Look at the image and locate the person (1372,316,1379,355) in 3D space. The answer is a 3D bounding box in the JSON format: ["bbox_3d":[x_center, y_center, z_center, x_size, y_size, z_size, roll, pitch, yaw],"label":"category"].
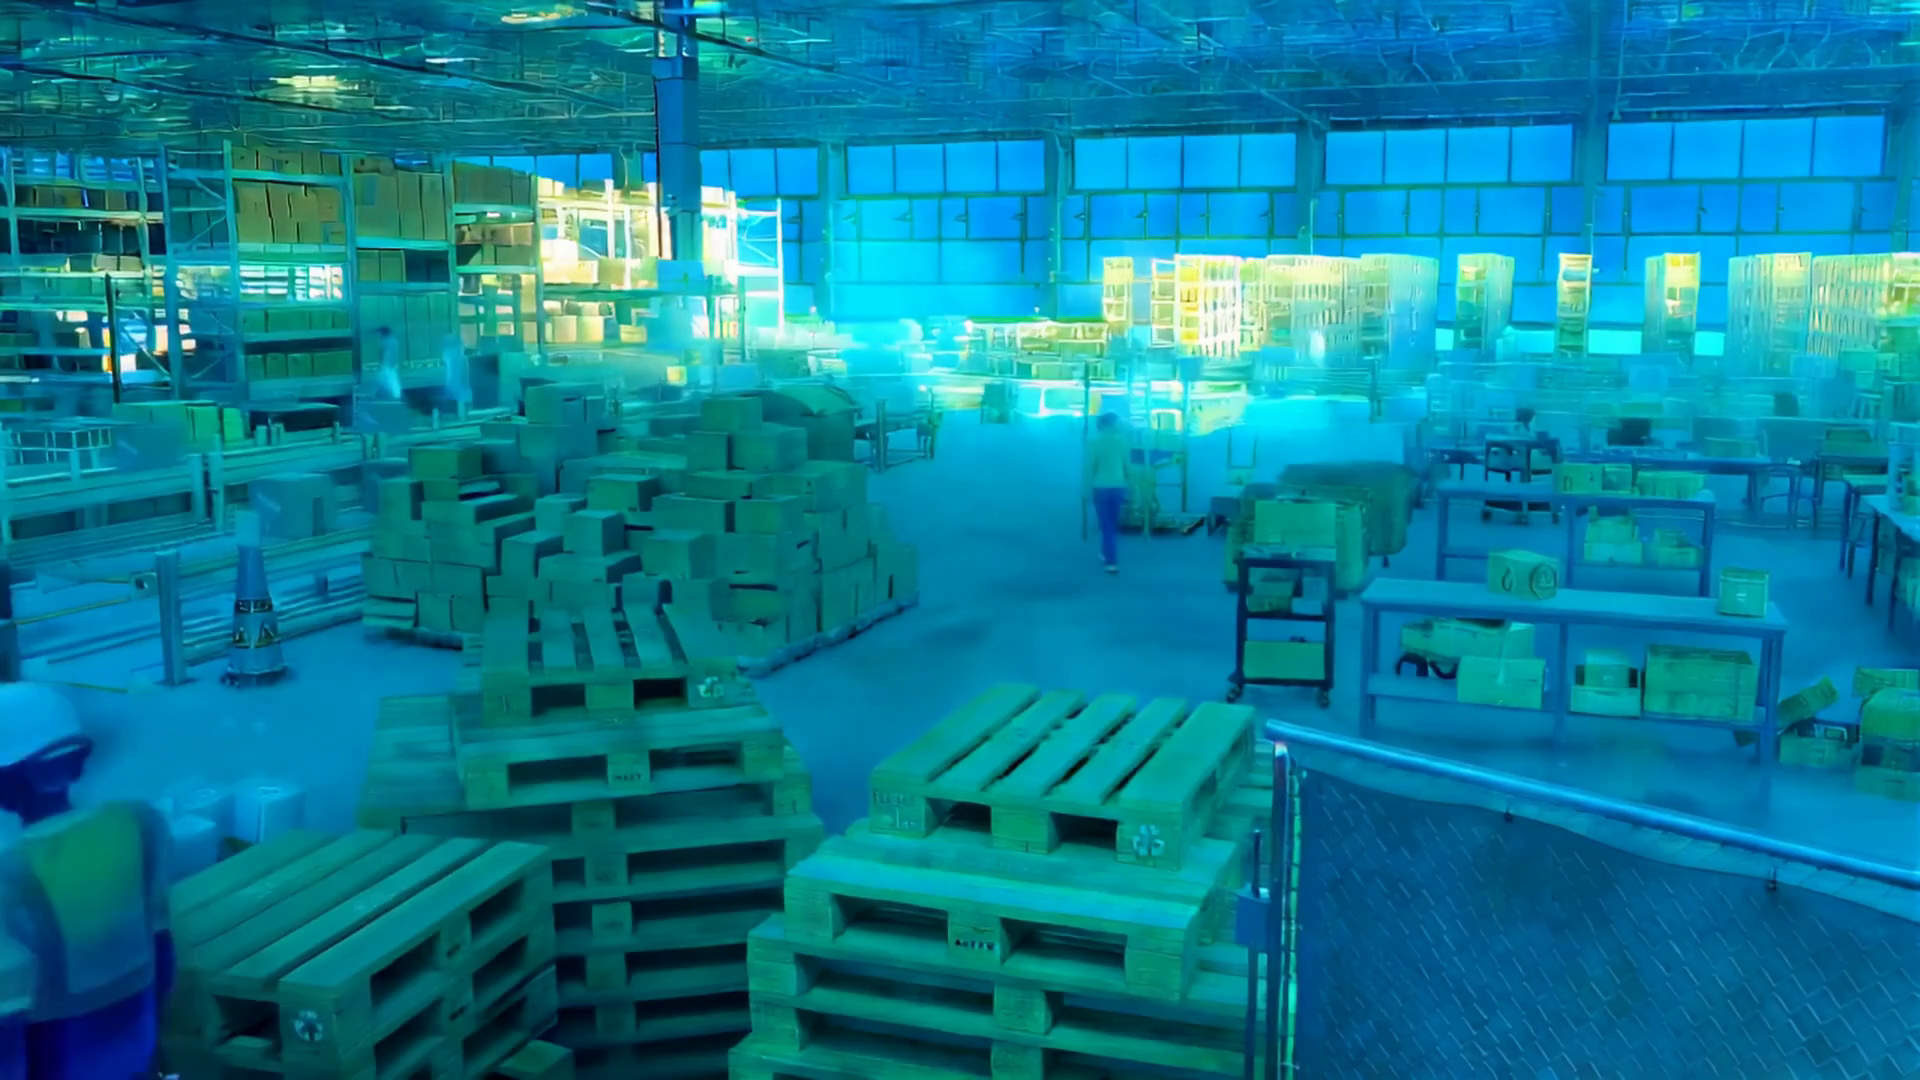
[{"bbox_3d":[13.120,-6.330,52.655,0.415,1.985,0.611,3,10,20],"label":"person"}]

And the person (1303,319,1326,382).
[{"bbox_3d":[9.286,-4.813,43.411,0.565,1.890,0.649,5,10,26],"label":"person"}]

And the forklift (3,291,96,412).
[{"bbox_3d":[-20.385,-4.267,36.883,1.873,2.768,1.129,0,9,-1],"label":"forklift"}]

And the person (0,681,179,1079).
[{"bbox_3d":[-2.207,1.352,4.270,0.737,2.021,0.620,4,10,22],"label":"person"}]

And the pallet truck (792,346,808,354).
[{"bbox_3d":[-3.705,-4.298,42.022,0.653,1.274,1.630,3,10,20],"label":"pallet truck"}]

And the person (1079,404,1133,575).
[{"bbox_3d":[1.487,-0.532,17.079,0.536,1.714,0.930,-3,9,-18],"label":"person"}]

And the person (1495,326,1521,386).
[{"bbox_3d":[12.970,-4.146,39.399,0.600,1.829,0.404,0,9,0],"label":"person"}]

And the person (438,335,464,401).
[{"bbox_3d":[-12.320,-4.178,40.336,0.804,1.608,0.502,-9,13,-44],"label":"person"}]

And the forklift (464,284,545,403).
[{"bbox_3d":[-10.832,-4.702,39.610,1.129,2.768,1.873,3,10,20],"label":"forklift"}]

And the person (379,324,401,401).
[{"bbox_3d":[-12.991,-3.940,37.836,0.644,1.919,0.396,7,12,39],"label":"person"}]

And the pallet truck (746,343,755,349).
[{"bbox_3d":[-6.183,-4.618,44.264,1.601,1.201,0.680,-9,12,-43],"label":"pallet truck"}]
